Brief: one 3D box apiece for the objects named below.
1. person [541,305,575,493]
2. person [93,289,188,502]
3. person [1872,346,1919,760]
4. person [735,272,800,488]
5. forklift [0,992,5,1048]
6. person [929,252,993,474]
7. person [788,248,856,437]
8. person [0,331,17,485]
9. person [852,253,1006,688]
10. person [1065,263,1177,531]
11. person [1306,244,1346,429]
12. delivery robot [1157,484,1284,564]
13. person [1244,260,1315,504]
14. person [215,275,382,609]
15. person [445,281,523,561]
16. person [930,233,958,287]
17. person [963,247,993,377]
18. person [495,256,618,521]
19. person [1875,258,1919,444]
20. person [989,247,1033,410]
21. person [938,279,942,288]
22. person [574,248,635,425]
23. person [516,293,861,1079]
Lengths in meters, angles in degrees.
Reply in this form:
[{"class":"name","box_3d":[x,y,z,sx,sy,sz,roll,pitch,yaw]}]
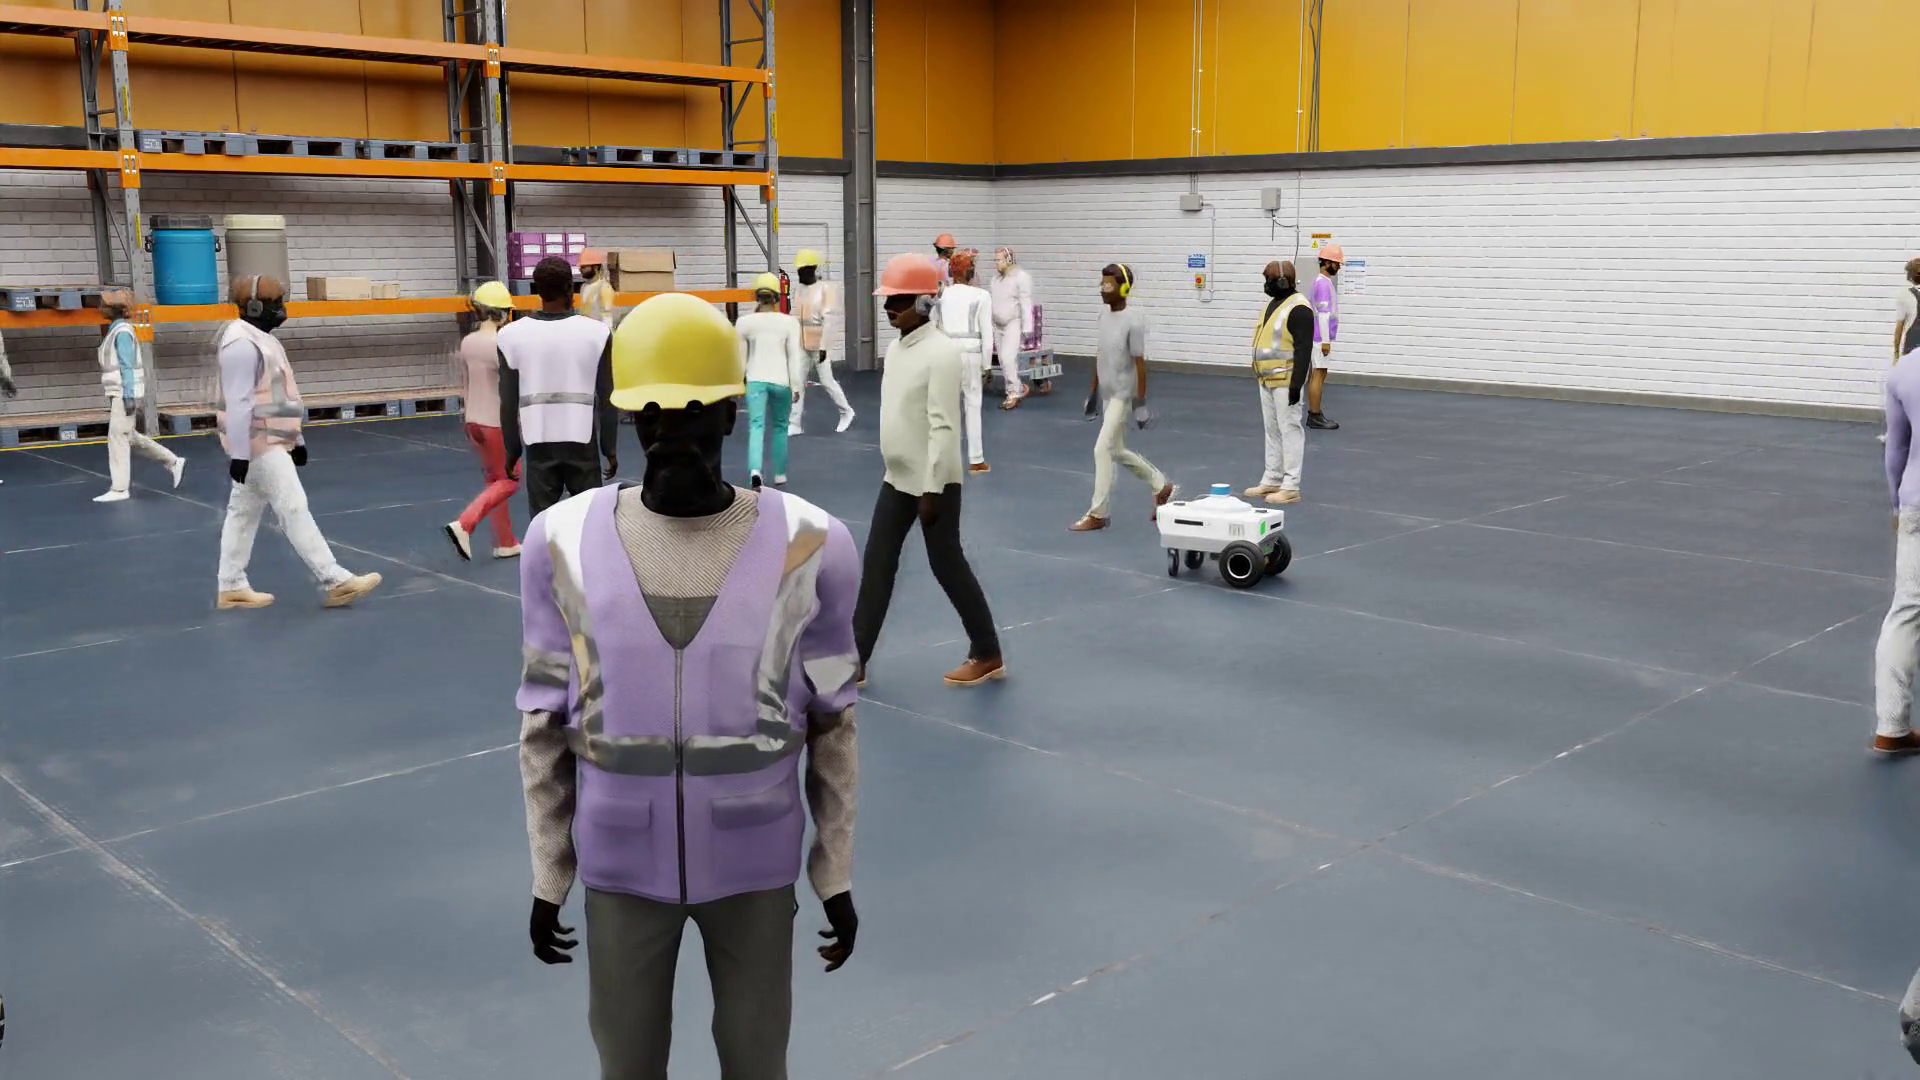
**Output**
[{"class":"person","box_3d":[-3.104,-1.118,12.842,0.517,1.638,0.584,6,12,29]},{"class":"person","box_3d":[-6.339,-1.112,12.754,0.636,1.618,0.523,-7,12,-32]},{"class":"person","box_3d":[3.945,-0.101,6.483,0.904,1.893,0.645,-6,12,-31]},{"class":"person","box_3d":[-1.535,-1.252,13.215,0.529,1.736,0.843,0,10,0]},{"class":"forklift","box_3d":[-3.245,0.323,3.363,2.313,2.155,1.214,2,11,13]},{"class":"person","box_3d":[0.005,-1.494,14.125,0.575,1.881,0.356,3,11,18]},{"class":"person","box_3d":[-1.465,-2.011,16.905,0.584,1.897,0.913,8,13,37]},{"class":"person","box_3d":[-7.954,-1.248,13.518,0.622,1.609,0.522,1,10,5]},{"class":"person","box_3d":[-0.213,-0.282,7.356,0.935,1.950,0.636,-6,12,-29]},{"class":"person","box_3d":[1.134,-0.989,11.503,0.850,1.847,0.521,-4,11,-21]},{"class":"person","box_3d":[3.832,-2.129,17.455,0.366,1.930,0.542,1,10,6]},{"class":"delivery robot","box_3d":[1.528,-0.087,9.816,0.707,0.478,0.477,6,12,31]},{"class":"person","box_3d":[2.431,-1.197,12.632,0.430,1.838,0.624,-3,11,-15]},{"class":"person","box_3d":[-3.637,-0.514,8.992,0.919,1.798,0.659,-3,11,-14]},{"class":"person","box_3d":[-2.919,-0.713,10.241,0.527,1.747,0.616,9,14,40]},{"class":"person","box_3d":[-0.218,-3.103,22.456,0.395,2.042,0.611,-6,12,-30]},{"class":"person","box_3d":[0.023,-3.197,23.486,0.965,1.863,0.632,-4,11,-23]},{"class":"person","box_3d":[-2.045,-0.482,8.516,0.590,1.916,0.399,-1,10,-8]},{"class":"person","box_3d":[9.222,-1.786,15.945,0.650,1.809,0.373,7,12,33]},{"class":"person","box_3d":[0.523,-2.452,19.335,0.547,1.882,0.660,-9,14,-40]},{"class":"person","box_3d":[-0.210,-1.652,15.471,0.368,1.718,0.544,9,14,39]},{"class":"person","box_3d":[-3.779,-2.130,17.553,0.962,1.903,0.555,-10,14,-43]},{"class":"person","box_3d":[-0.461,0.545,2.878,0.585,1.929,0.377,-1,10,-4]}]
